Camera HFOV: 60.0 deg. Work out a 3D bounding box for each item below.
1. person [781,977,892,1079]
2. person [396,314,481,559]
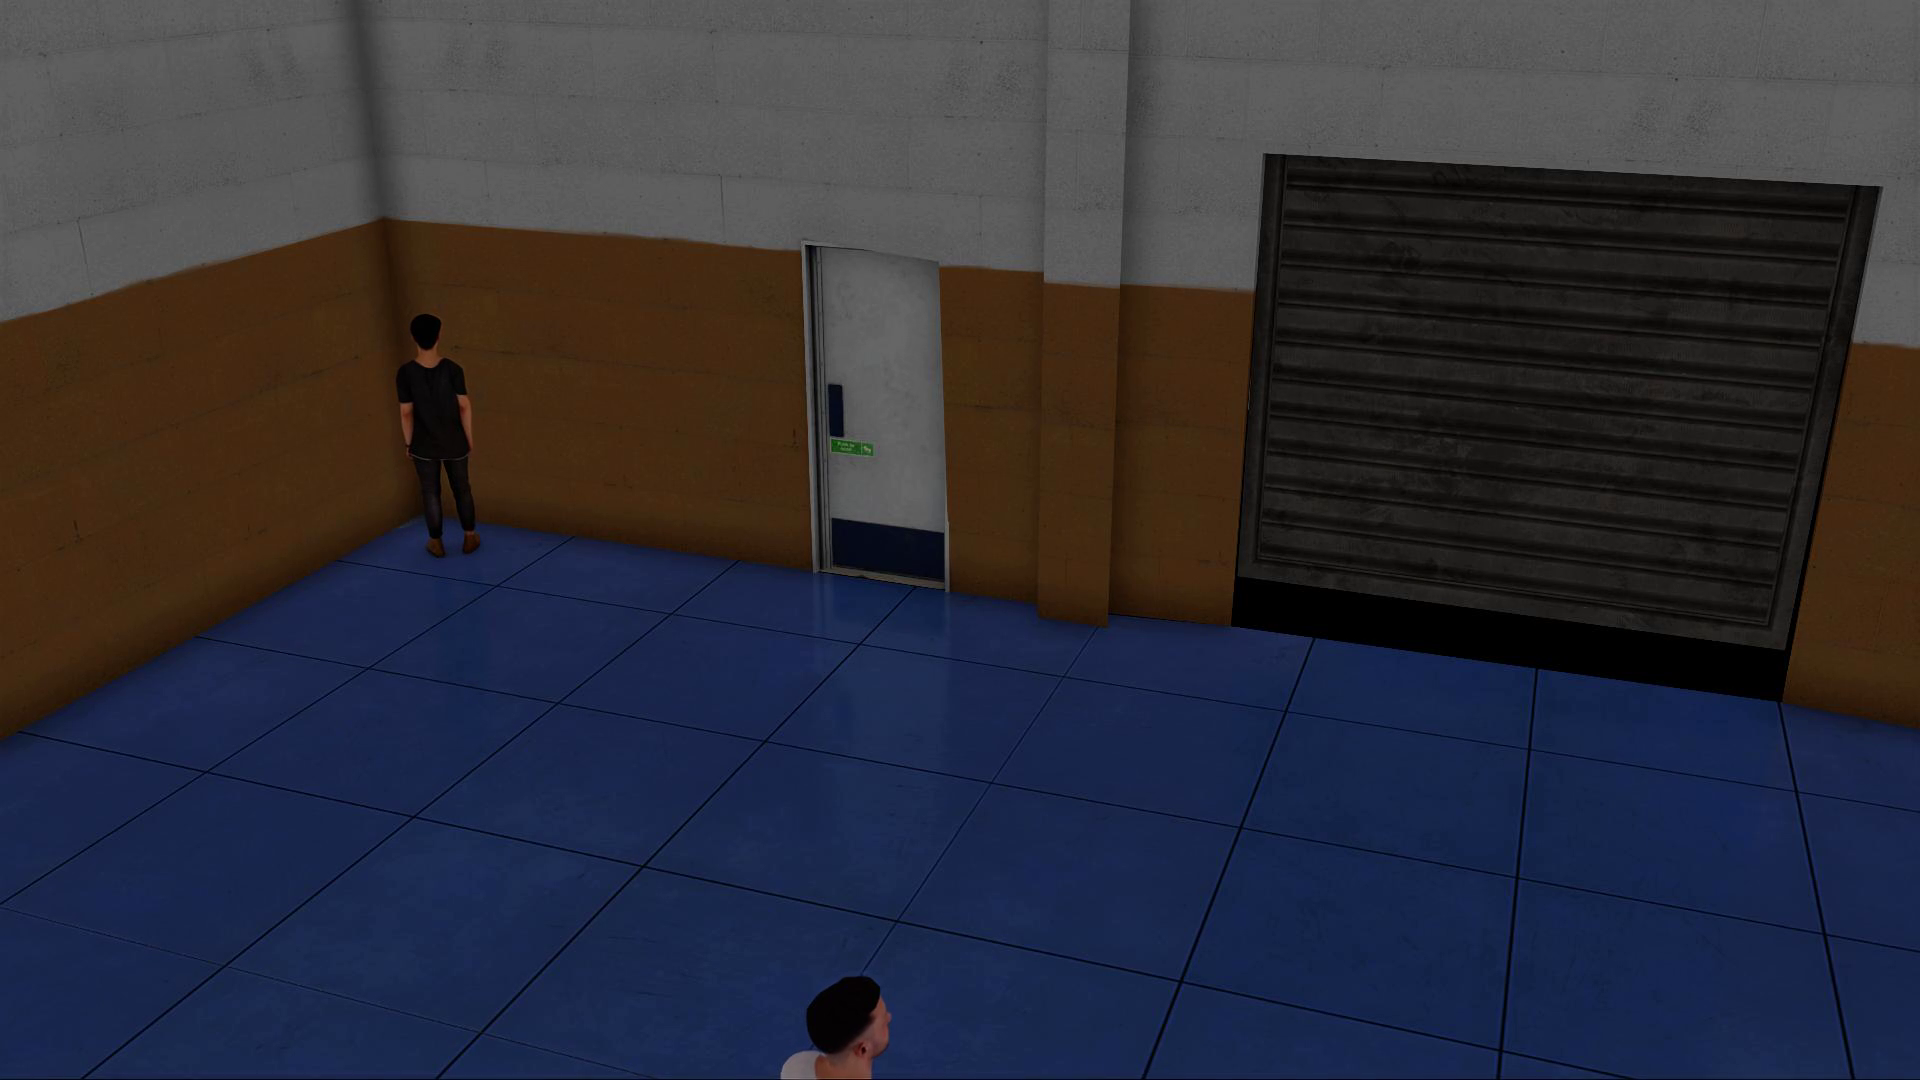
[{"bbox_3d":[-0.280,1.979,4.627,0.812,1.841,0.678,-19,28,-38],"label":"person"},{"bbox_3d":[-3.606,-0.717,11.502,0.679,1.717,0.769,-6,23,-15],"label":"person"}]
